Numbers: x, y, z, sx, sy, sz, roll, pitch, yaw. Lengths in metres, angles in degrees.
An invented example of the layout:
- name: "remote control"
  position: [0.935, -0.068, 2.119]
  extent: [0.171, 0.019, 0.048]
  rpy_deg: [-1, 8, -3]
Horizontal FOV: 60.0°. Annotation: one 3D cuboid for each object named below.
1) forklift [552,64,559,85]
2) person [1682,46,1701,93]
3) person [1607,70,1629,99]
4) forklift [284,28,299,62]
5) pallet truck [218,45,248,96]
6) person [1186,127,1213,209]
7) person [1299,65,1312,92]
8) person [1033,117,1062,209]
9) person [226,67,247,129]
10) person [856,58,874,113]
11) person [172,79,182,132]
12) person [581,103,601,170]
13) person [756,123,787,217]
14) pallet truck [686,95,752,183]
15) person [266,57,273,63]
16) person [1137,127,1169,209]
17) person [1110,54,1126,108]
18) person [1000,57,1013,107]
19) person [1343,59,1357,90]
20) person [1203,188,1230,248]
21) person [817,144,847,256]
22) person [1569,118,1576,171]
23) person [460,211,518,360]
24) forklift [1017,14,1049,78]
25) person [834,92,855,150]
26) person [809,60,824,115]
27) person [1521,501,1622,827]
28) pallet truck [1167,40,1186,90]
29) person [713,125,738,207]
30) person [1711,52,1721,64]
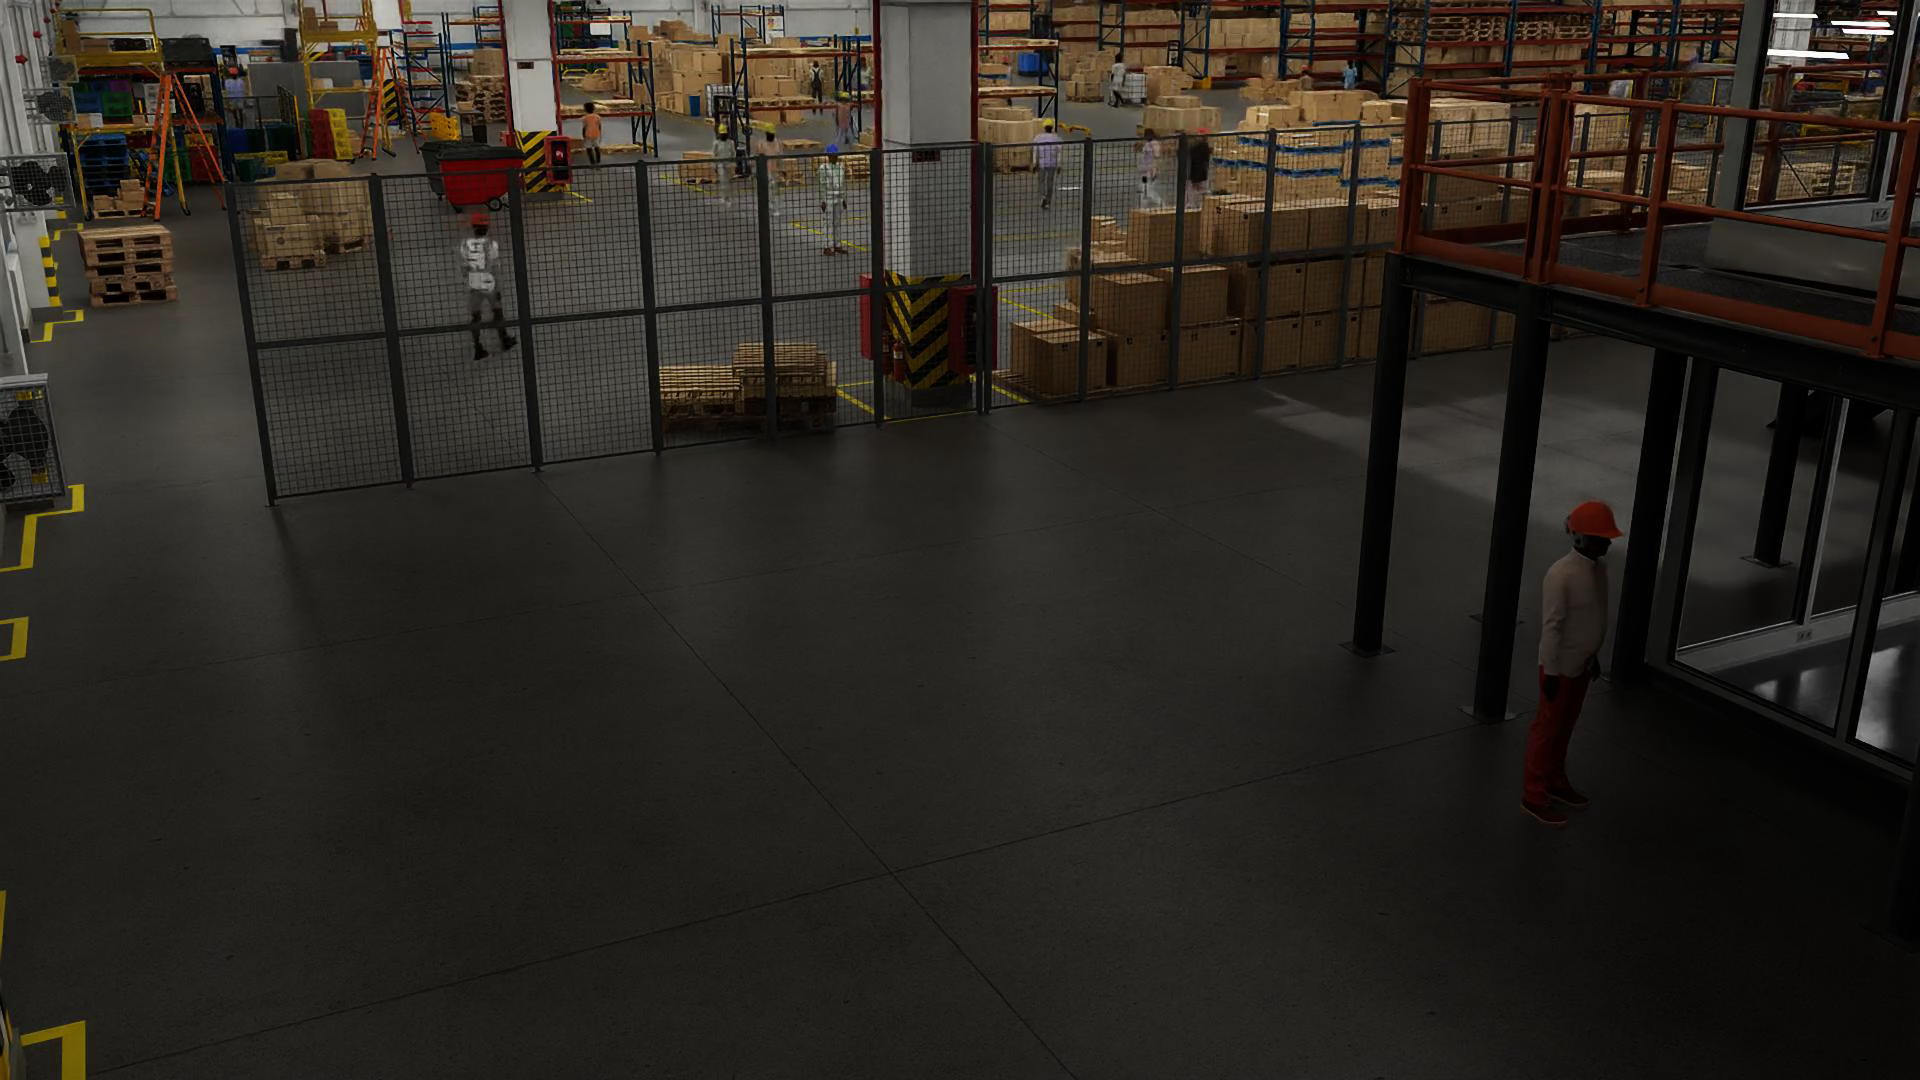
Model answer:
- name: "forklift"
  position: [-18.293, -20.873, 71.177]
  extent: [1.129, 2.768, 1.873]
  rpy_deg: [14, 23, 35]
- name: "person"
  position: [29.856, -19.096, 67.563]
  extent: [1.049, 1.885, 0.648]
  rpy_deg: [13, 23, 33]
- name: "person"
  position: [21.323, -14.354, 53.965]
  extent: [0.648, 1.773, 0.872]
  rpy_deg: [11, 22, 30]
- name: "forklift"
  position: [-24.033, -17.060, 60.125]
  extent: [1.873, 2.768, 1.129]
  rpy_deg: [-9, 21, -25]
- name: "pallet truck"
  position: [-28.879, -18.665, 66.111]
  extent: [0.823, 1.965, 1.885]
  rpy_deg: [-3, 19, -9]
- name: "person"
  position: [4.769, -7.044, 32.468]
  extent: [0.852, 1.957, 0.649]
  rpy_deg: [15, 24, 37]
- name: "person"
  position: [11.098, -14.381, 53.802]
  extent: [0.574, 1.920, 0.399]
  rpy_deg: [-17, 25, -40]
- name: "person"
  position: [1.861, -7.999, 35.311]
  extent: [0.618, 1.913, 0.410]
  rpy_deg: [1, 19, 2]
- name: "person"
  position: [-22.827, -13.933, 52.504]
  extent: [0.586, 1.921, 0.473]
  rpy_deg: [-7, 20, -20]
- name: "person"
  position: [-3.371, -16.021, 58.632]
  extent: [0.592, 1.867, 0.997]
  rpy_deg: [-8, 21, -22]
- name: "person"
  position: [-24.323, -13.460, 51.580]
  extent: [0.516, 1.632, 0.311]
  rpy_deg: [4, 19, 10]
- name: "person"
  position: [-9.304, -10.213, 42.119]
  extent: [0.583, 1.658, 0.581]
  rpy_deg: [-14, 23, -35]
- name: "person"
  position: [-3.969, -7.705, 34.522]
  extent: [0.584, 1.886, 0.926]
  rpy_deg: [-15, 24, -37]
- name: "pallet truck"
  position: [-5.836, -9.608, 39.856]
  extent: [0.823, 1.965, 1.885]
  rpy_deg: [10, 22, 27]
- name: "person"
  position: [-24.602, -16.371, 59.657]
  extent: [0.368, 1.876, 0.586]
  rpy_deg: [-10, 22, -28]
- name: "person"
  position: [3.927, -7.534, 34.121]
  extent: [0.804, 1.819, 0.631]
  rpy_deg: [9, 21, 24]
- name: "person"
  position: [5.776, -16.619, 60.267]
  extent: [0.668, 1.937, 0.692]
  rpy_deg: [-13, 23, -34]
- name: "person"
  position: [1.629, -16.275, 59.366]
  extent: [0.566, 1.880, 1.009]
  rpy_deg: [-8, 21, -22]
- name: "person"
  position: [14.399, -16.877, 61.396]
  extent: [0.549, 1.677, 0.382]
  rpy_deg: [0, 19, 1]
- name: "person"
  position: [3.772, -4.140, 24.152]
  extent: [0.656, 1.895, 0.913]
  rpy_deg: [-1, 19, -3]
- name: "person"
  position: [-2.265, -6.064, 29.658]
  extent: [0.391, 1.948, 0.605]
  rpy_deg: [16, 25, 38]
- name: "person"
  position: [13.928, -9.111, 38.370]
  extent: [0.406, 2.035, 0.601]
  rpy_deg: [-2, 19, -7]
- name: "person"
  position: [-6.248, -3.391, 21.980]
  extent: [0.567, 1.890, 0.952]
  rpy_deg: [4, 19, 11]
- name: "forklift"
  position: [3.713, -22.959, 77.224]
  extent: [1.873, 2.768, 1.129]
  rpy_deg: [-9, 21, -25]
- name: "person"
  position: [-3.071, -11.199, 44.889]
  extent: [0.899, 1.718, 0.536]
  rpy_deg: [-11, 22, -29]
- name: "person"
  position: [-4.985, -15.736, 57.848]
  extent: [0.513, 1.845, 0.334]
  rpy_deg: [-3, 19, -9]
- name: "person"
  position: [3.652, 0.717, 9.927]
  extent: [0.379, 1.996, 0.611]
  rpy_deg: [18, 26, 42]
- name: "pallet truck"
  position: [9.045, -19.971, 69.895]
  extent: [0.823, 1.965, 1.885]
  rpy_deg: [-3, 19, -8]
- name: "person"
  position: [-5.090, -8.091, 35.887]
  extent: [0.491, 1.713, 0.826]
  rpy_deg: [-10, 22, -27]
- name: "person"
  position: [30.566, -18.911, 67.357]
  extent: [0.603, 1.640, 0.856]
  rpy_deg: [-8, 20, -21]
